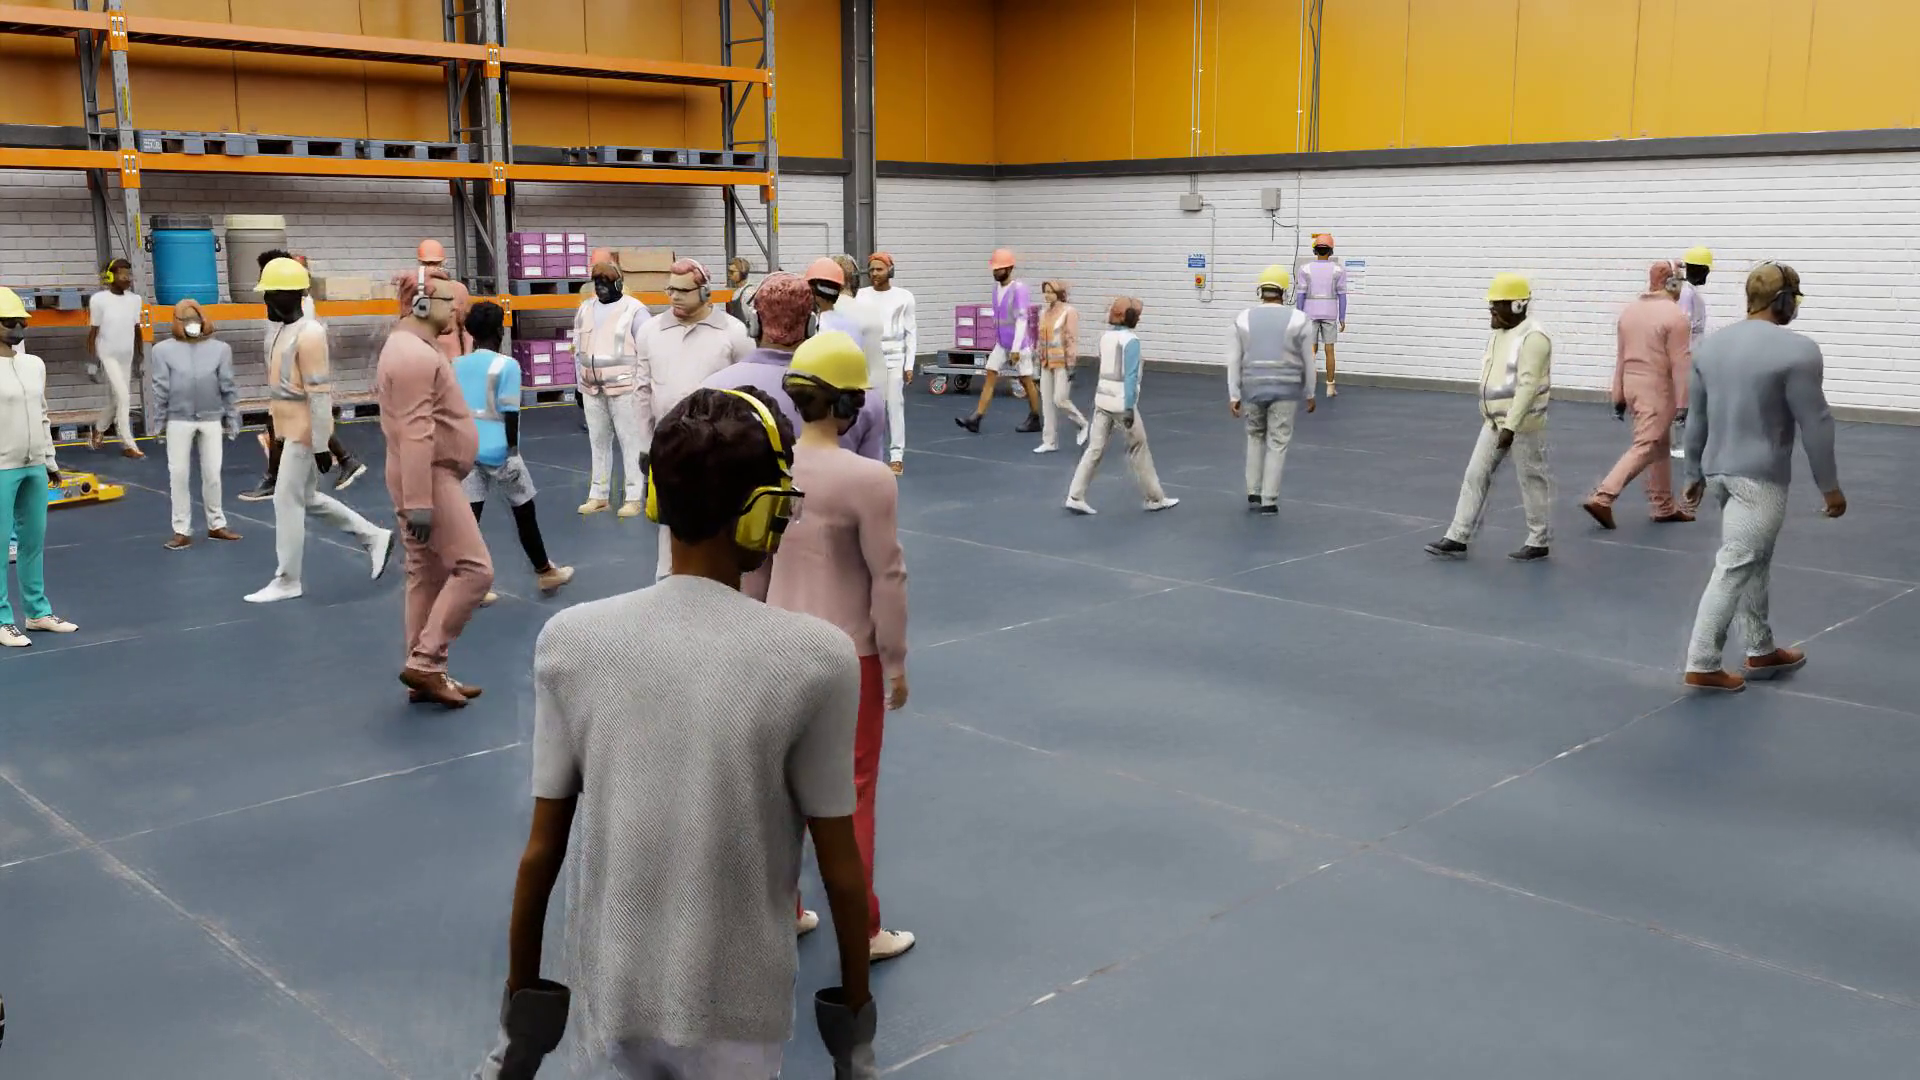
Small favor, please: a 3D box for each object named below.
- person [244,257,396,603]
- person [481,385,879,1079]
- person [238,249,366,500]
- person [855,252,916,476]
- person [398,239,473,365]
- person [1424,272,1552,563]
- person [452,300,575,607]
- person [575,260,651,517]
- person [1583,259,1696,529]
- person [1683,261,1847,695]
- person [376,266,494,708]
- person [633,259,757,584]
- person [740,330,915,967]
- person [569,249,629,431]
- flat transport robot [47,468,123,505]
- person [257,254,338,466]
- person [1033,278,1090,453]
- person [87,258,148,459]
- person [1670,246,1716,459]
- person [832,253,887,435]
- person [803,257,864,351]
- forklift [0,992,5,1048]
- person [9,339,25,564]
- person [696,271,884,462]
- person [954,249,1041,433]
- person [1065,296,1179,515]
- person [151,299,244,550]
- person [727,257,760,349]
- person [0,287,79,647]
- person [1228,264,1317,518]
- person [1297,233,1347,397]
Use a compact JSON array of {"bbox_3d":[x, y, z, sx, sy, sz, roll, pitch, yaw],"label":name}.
[{"bbox_3d":[-3.623,-0.620,9.297,0.789,1.907,0.596,-6,12,-29],"label":"person"},{"bbox_3d":[-0.417,0.700,2.377,0.581,1.816,0.972,3,11,18],"label":"person"},{"bbox_3d":[-5.144,-1.297,12.940,0.964,1.932,0.613,-7,13,-34],"label":"person"},{"bbox_3d":[-0.654,-1.480,14.048,0.574,1.881,0.357,3,11,15],"label":"person"},{"bbox_3d":[-4.555,-1.610,14.478,0.619,1.985,0.407,-4,11,-20],"label":"person"},{"bbox_3d":[3.296,-0.732,10.214,0.866,1.791,0.599,-3,11,-13],"label":"person"},{"bbox_3d":[-2.531,-0.483,9.183,0.548,1.657,0.836,6,12,30],"label":"person"},{"bbox_3d":[-2.522,-1.087,12.022,0.622,1.843,0.429,4,11,22],"label":"person"},{"bbox_3d":[4.757,-1.005,11.510,0.948,1.872,0.658,-2,11,-13],"label":"person"},{"bbox_3d":[3.593,-0.266,7.375,0.900,1.905,0.649,-3,11,-15],"label":"person"},{"bbox_3d":[-2.235,-0.216,7.114,0.435,1.890,0.683,-4,11,-20],"label":"person"},{"bbox_3d":[-1.376,-0.493,8.616,0.643,1.902,0.399,1,10,7],"label":"person"},{"bbox_3d":[-0.365,0.305,4.636,0.533,1.765,0.330,6,12,29],"label":"person"},{"bbox_3d":[-3.707,-2.064,17.259,0.557,1.883,1.018,4,11,22],"label":"person"},{"bbox_3d":[-6.997,-0.337,12.210,0.652,0.197,1.431,5,11,25],"label":"flat transport robot"},{"bbox_3d":[-5.764,-1.533,14.380,0.589,1.866,0.688,9,14,41],"label":"person"},{"bbox_3d":[0.934,-1.622,15.500,0.507,1.624,0.530,-8,13,-36],"label":"person"},{"bbox_3d":[-7.783,-1.665,15.243,0.849,1.831,0.529,5,12,26],"label":"person"},{"bbox_3d":[6.636,-1.709,15.175,0.369,1.927,0.584,4,11,22],"label":"person"},{"bbox_3d":[-0.784,-0.834,10.439,0.628,1.915,0.762,8,13,36],"label":"person"},{"bbox_3d":[-0.731,-0.605,9.237,0.622,1.893,0.584,6,12,31],"label":"person"},{"bbox_3d":[-3.245,0.323,3.363,2.313,2.155,1.214,2,11,13],"label":"forklift"},{"bbox_3d":[-6.035,-0.765,10.247,0.572,1.843,0.373,-3,11,-16],"label":"person"},{"bbox_3d":[-0.567,0.084,5.451,0.654,1.906,0.408,-4,11,-20],"label":"person"},{"bbox_3d":[0.447,-1.985,16.819,1.069,1.868,0.565,-8,13,-36],"label":"person"},{"bbox_3d":[1.151,-0.971,12.074,0.899,1.588,0.523,-5,12,-25],"label":"person"},{"bbox_3d":[-4.990,-0.756,10.831,0.564,1.610,0.405,-8,13,-37],"label":"person"},{"bbox_3d":[-2.158,-2.013,17.180,0.923,1.816,0.532,-6,12,-31],"label":"person"},{"bbox_3d":[-4.700,-0.365,8.275,0.307,1.772,0.525,2,11,12],"label":"person"},{"bbox_3d":[2.274,-1.077,12.037,0.596,1.807,0.613,5,11,24],"label":"person"},{"bbox_3d":[4.530,-2.813,20.879,0.613,2.041,0.393,2,11,13],"label":"person"}]
